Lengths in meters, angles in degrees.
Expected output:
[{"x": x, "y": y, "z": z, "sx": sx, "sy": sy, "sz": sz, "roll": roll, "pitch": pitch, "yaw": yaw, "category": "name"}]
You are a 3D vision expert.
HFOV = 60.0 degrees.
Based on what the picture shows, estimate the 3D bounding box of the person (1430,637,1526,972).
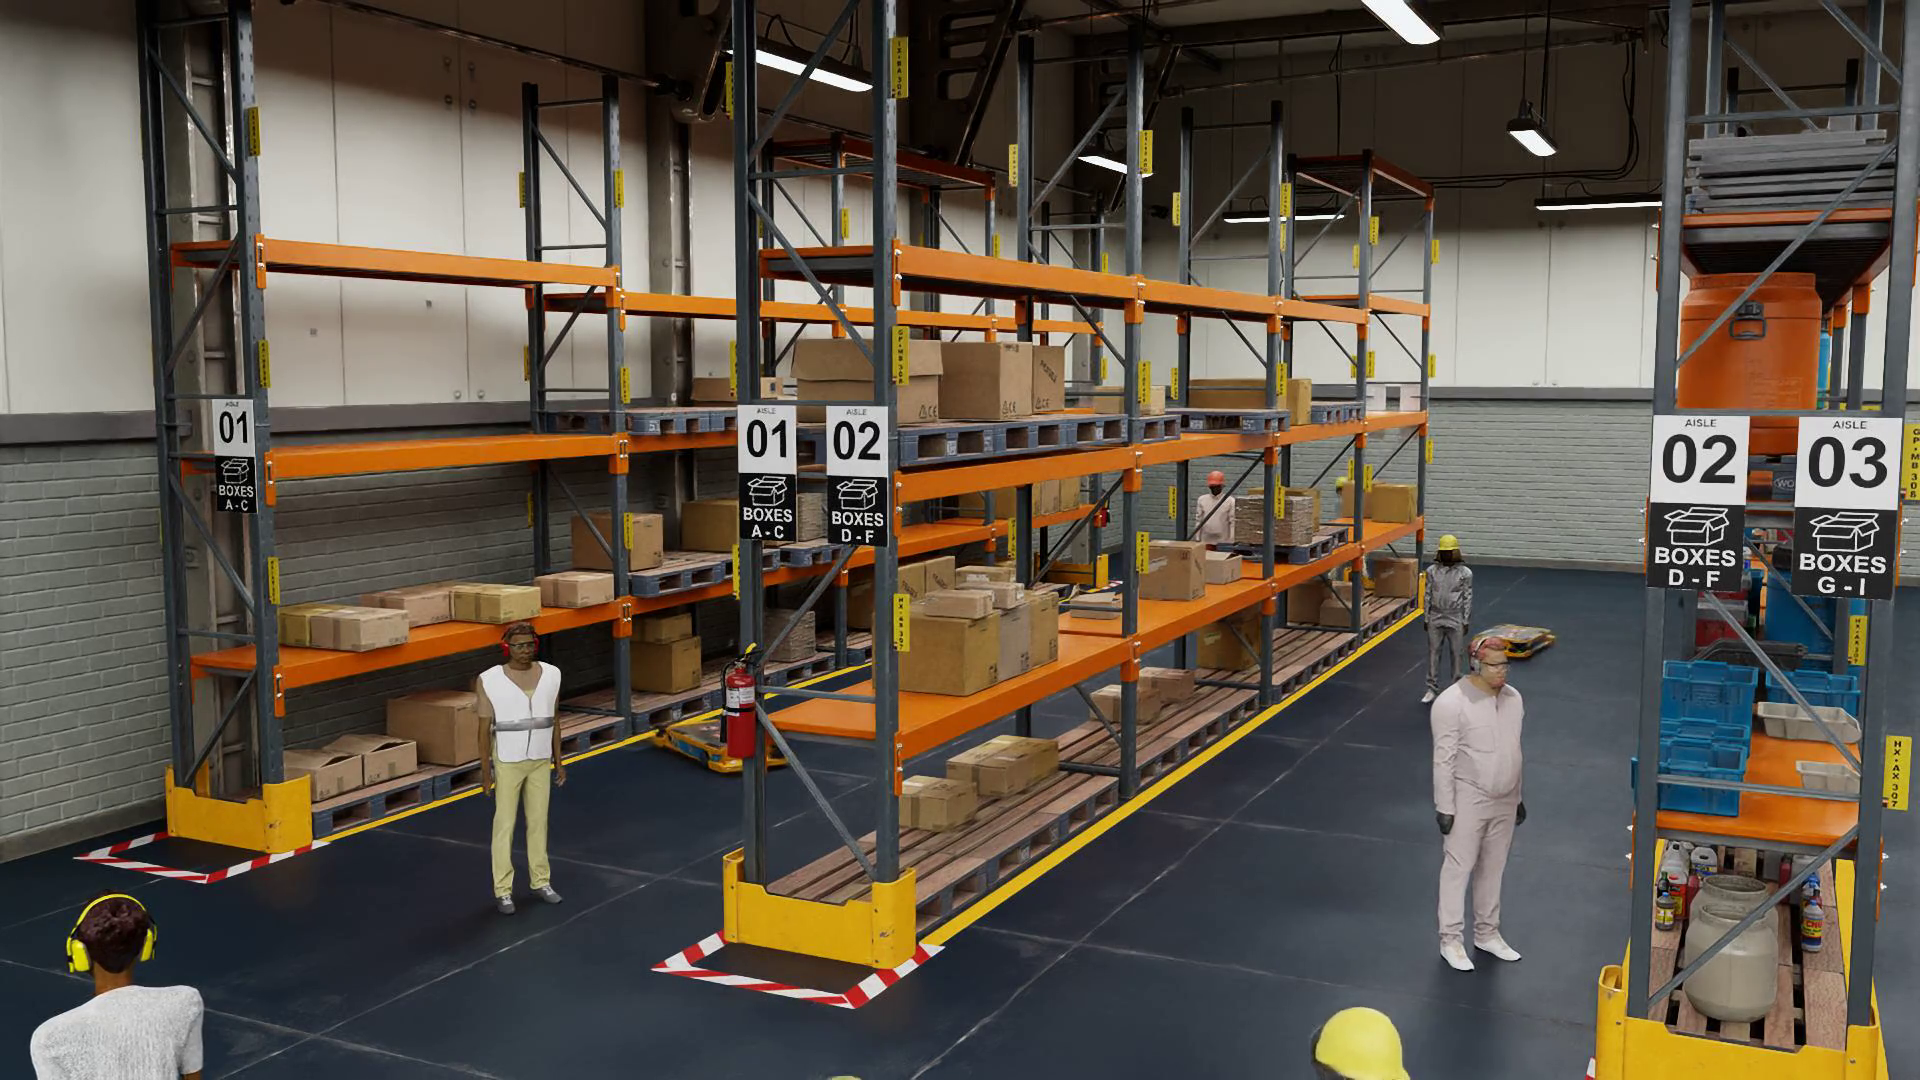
[{"x": 3.008, "y": 1.499, "z": 9.563, "sx": 0.651, "sy": 1.905, "sz": 0.409, "roll": -3, "pitch": 7, "yaw": -27, "category": "person"}]

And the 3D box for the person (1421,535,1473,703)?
[{"x": 4.974, "y": 0.815, "z": 16.999, "sx": 0.487, "sy": 1.744, "sz": 0.297, "roll": 3, "pitch": 7, "yaw": 27, "category": "person"}]

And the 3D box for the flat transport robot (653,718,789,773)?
[{"x": -2.106, "y": 1.786, "z": 14.639, "sx": 0.652, "sy": 0.197, "sz": 1.431, "roll": -4, "pitch": 7, "yaw": -35, "category": "flat transport robot"}]

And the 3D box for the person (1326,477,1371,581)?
[{"x": 6.134, "y": -0.135, "z": 26.292, "sx": 0.532, "sy": 1.732, "sz": 0.844, "roll": -5, "pitch": 8, "yaw": -39, "category": "person"}]

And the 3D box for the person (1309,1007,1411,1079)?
[{"x": 0.982, "y": 2.096, "z": 4.460, "sx": 0.621, "sy": 1.755, "sz": 0.392, "roll": -3, "pitch": 7, "yaw": -29, "category": "person"}]

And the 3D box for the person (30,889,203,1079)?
[{"x": -2.539, "y": 1.981, "z": 5.048, "sx": 0.314, "sy": 1.869, "sz": 0.536, "roll": 5, "pitch": 8, "yaw": 41, "category": "person"}]

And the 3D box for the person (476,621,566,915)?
[{"x": -2.792, "y": 1.423, "z": 10.580, "sx": 0.571, "sy": 1.845, "sz": 0.382, "roll": -5, "pitch": 8, "yaw": -41, "category": "person"}]

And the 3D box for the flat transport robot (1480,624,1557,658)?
[{"x": 6.726, "y": 1.215, "z": 20.187, "sx": 0.652, "sy": 0.197, "sz": 1.431, "roll": 4, "pitch": 7, "yaw": 35, "category": "flat transport robot"}]

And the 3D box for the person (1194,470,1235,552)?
[{"x": 3.626, "y": 0.005, "z": 23.655, "sx": 0.612, "sy": 1.997, "sz": 0.376, "roll": 3, "pitch": 7, "yaw": 26, "category": "person"}]
